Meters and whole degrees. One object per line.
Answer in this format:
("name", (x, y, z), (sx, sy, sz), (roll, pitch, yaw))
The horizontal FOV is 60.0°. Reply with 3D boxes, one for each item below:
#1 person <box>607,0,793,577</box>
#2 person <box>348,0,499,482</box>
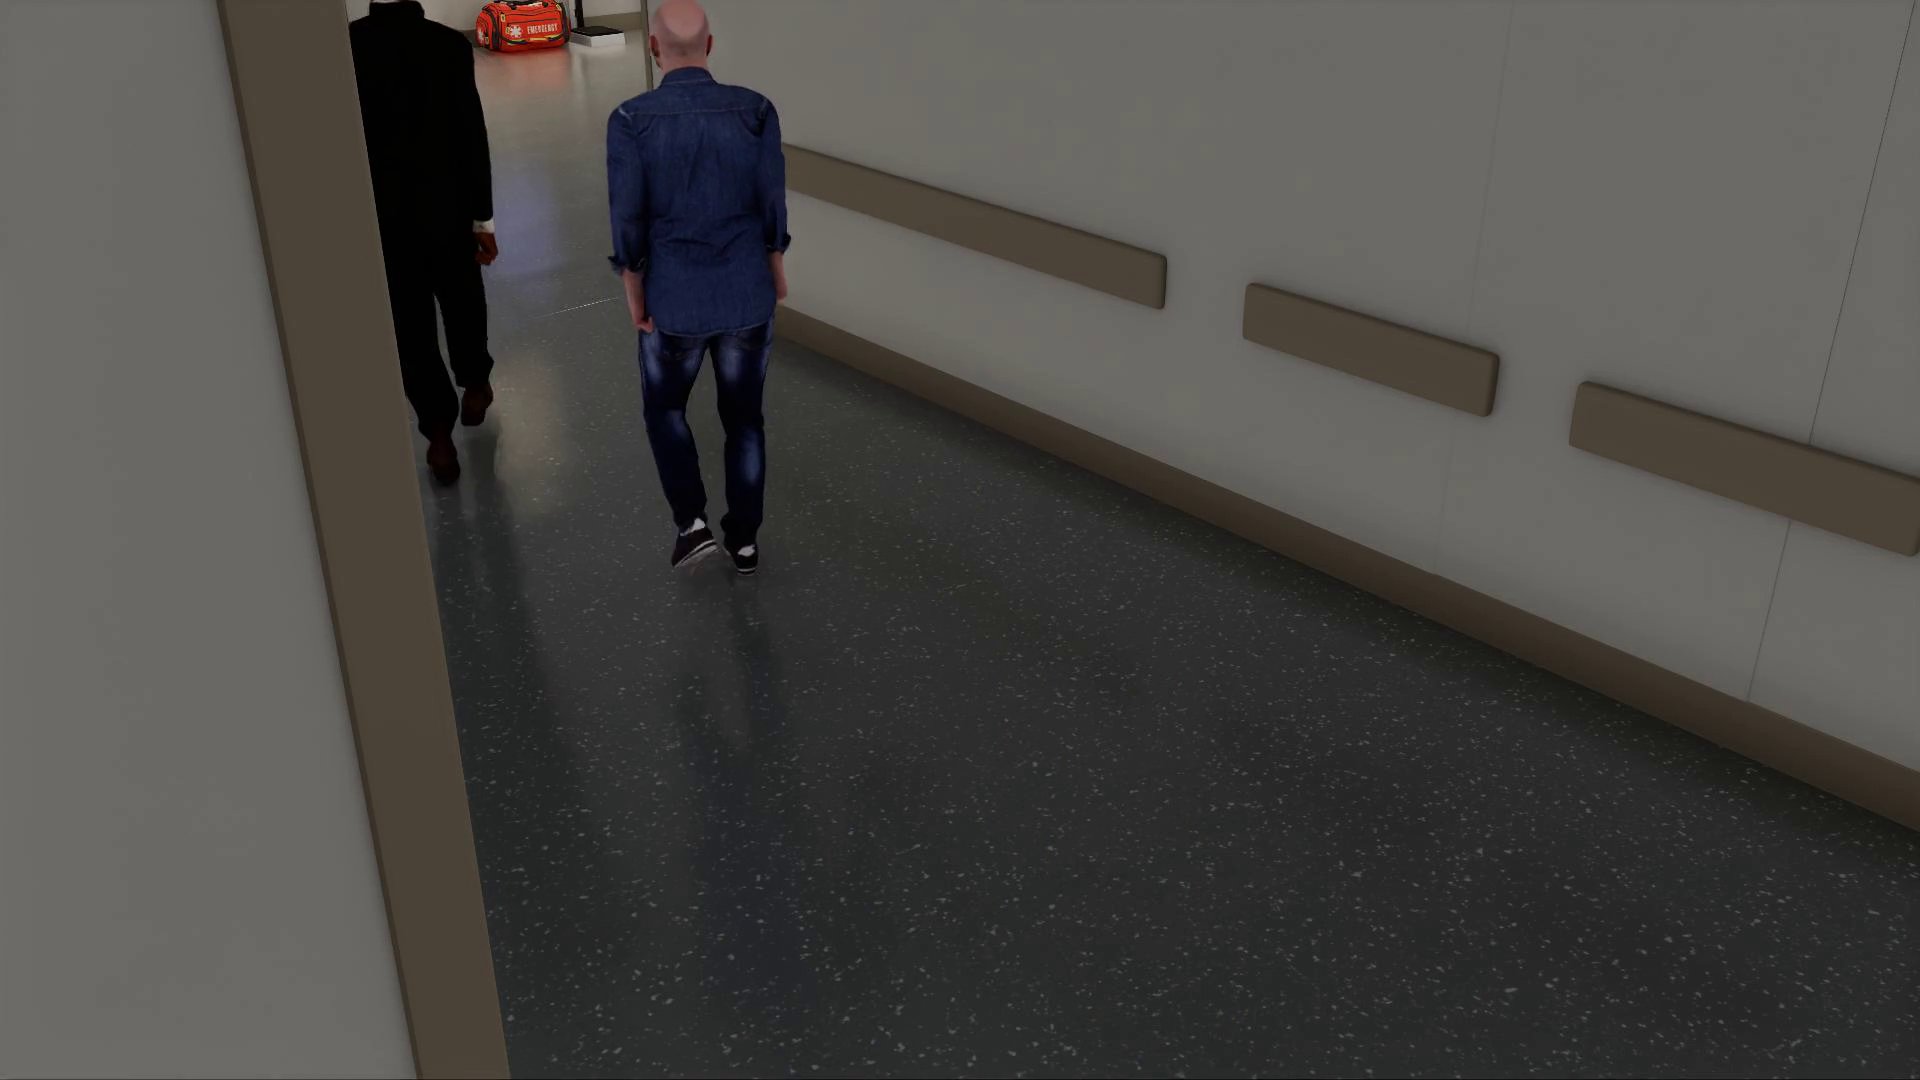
("person", (-0.752, -0.691, 5.067), (0.801, 1.812, 0.913), (-7, 27, -15))
("person", (-1.922, -1.126, 5.894), (1.113, 1.878, 1.020), (-9, 27, -18))
